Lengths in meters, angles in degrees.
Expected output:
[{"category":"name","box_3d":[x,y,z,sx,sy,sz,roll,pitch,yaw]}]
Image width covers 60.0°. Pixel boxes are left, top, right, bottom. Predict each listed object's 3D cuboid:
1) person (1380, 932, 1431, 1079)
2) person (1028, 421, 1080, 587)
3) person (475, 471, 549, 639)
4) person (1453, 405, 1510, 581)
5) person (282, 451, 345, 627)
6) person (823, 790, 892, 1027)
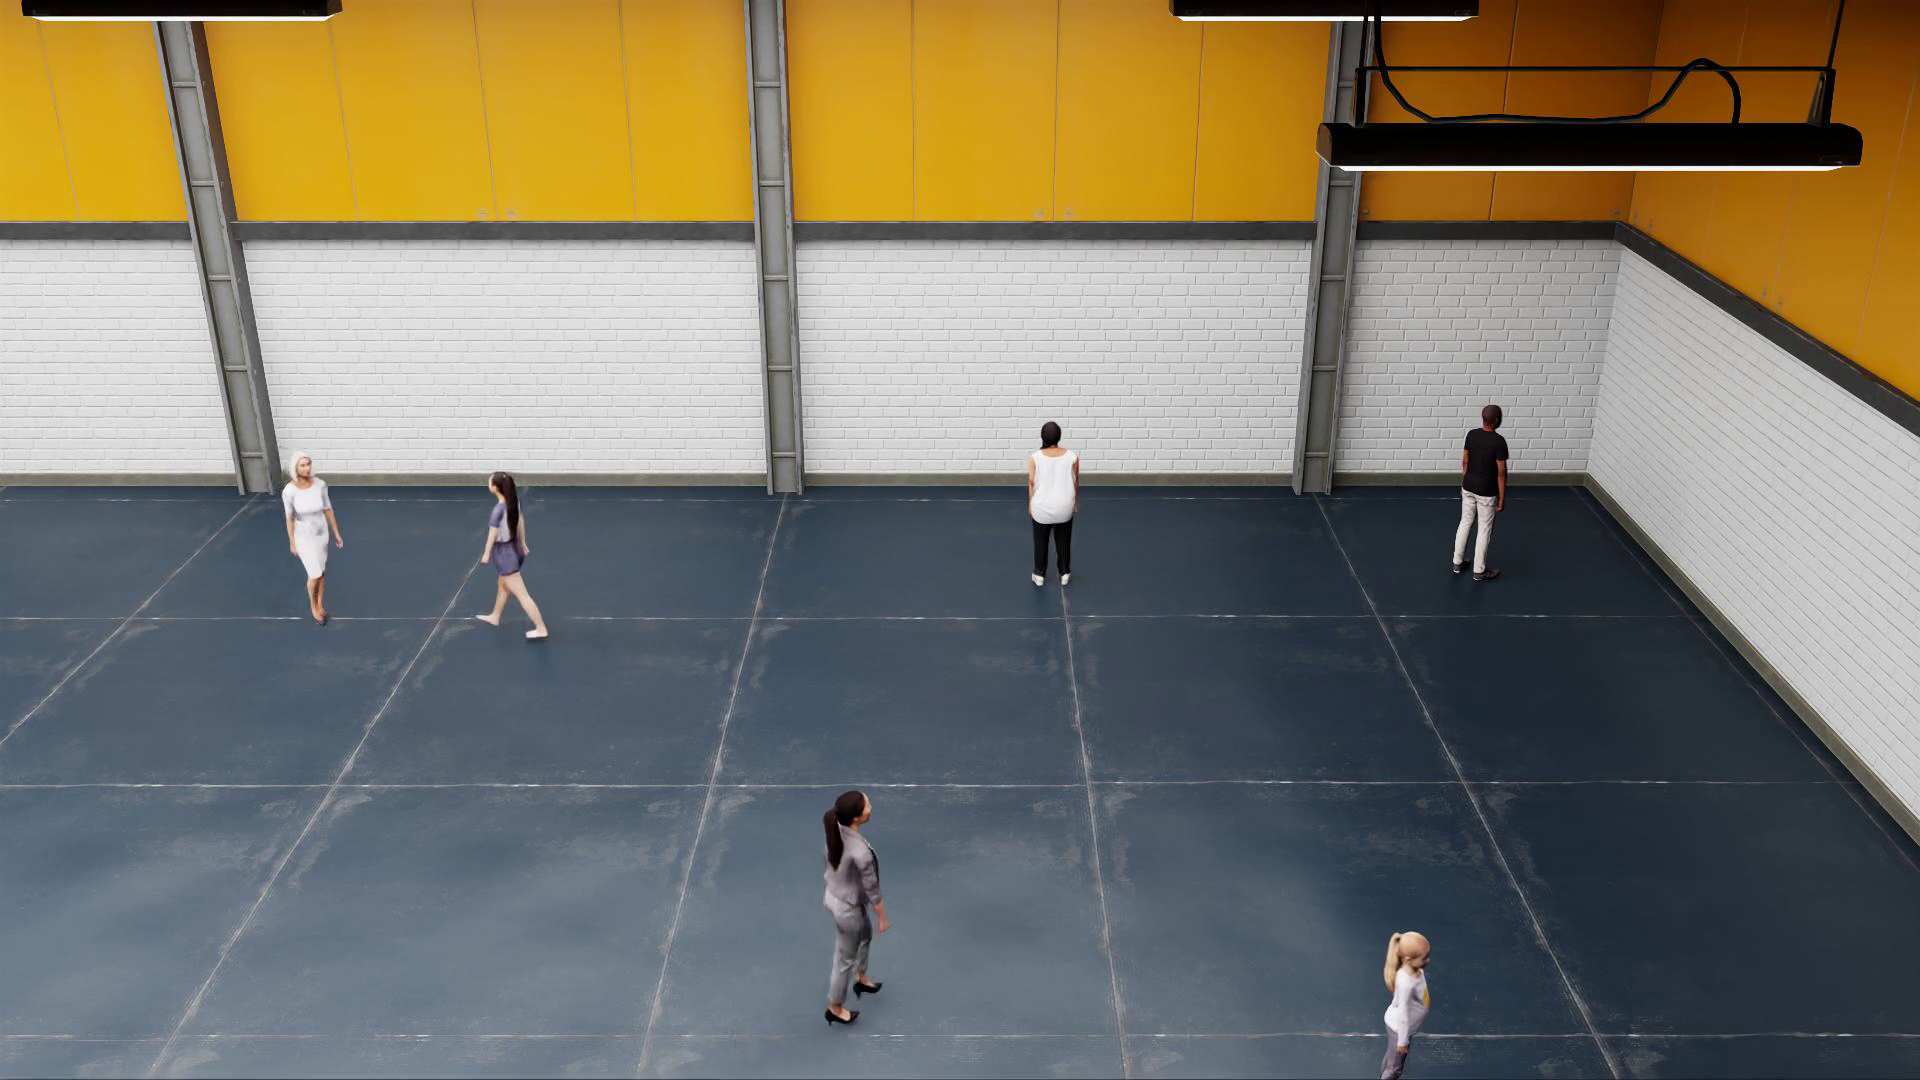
[{"category":"person","box_3d":[2.562,2.813,9.662,0.572,1.278,0.554,8,25,18]},{"category":"person","box_3d":[0.901,-0.368,16.427,0.548,1.688,0.723,-1,24,-3]},{"category":"person","box_3d":[-4.062,0.178,15.274,1.066,1.611,0.763,5,24,12]},{"category":"person","box_3d":[5.188,-0.489,16.558,0.800,1.805,0.767,-17,29,-34]},{"category":"person","box_3d":[-6.139,-0.039,15.617,0.774,1.734,0.718,17,29,34]},{"category":"person","box_3d":[-0.764,2.318,10.319,0.887,1.657,0.820,-15,28,-31]}]
